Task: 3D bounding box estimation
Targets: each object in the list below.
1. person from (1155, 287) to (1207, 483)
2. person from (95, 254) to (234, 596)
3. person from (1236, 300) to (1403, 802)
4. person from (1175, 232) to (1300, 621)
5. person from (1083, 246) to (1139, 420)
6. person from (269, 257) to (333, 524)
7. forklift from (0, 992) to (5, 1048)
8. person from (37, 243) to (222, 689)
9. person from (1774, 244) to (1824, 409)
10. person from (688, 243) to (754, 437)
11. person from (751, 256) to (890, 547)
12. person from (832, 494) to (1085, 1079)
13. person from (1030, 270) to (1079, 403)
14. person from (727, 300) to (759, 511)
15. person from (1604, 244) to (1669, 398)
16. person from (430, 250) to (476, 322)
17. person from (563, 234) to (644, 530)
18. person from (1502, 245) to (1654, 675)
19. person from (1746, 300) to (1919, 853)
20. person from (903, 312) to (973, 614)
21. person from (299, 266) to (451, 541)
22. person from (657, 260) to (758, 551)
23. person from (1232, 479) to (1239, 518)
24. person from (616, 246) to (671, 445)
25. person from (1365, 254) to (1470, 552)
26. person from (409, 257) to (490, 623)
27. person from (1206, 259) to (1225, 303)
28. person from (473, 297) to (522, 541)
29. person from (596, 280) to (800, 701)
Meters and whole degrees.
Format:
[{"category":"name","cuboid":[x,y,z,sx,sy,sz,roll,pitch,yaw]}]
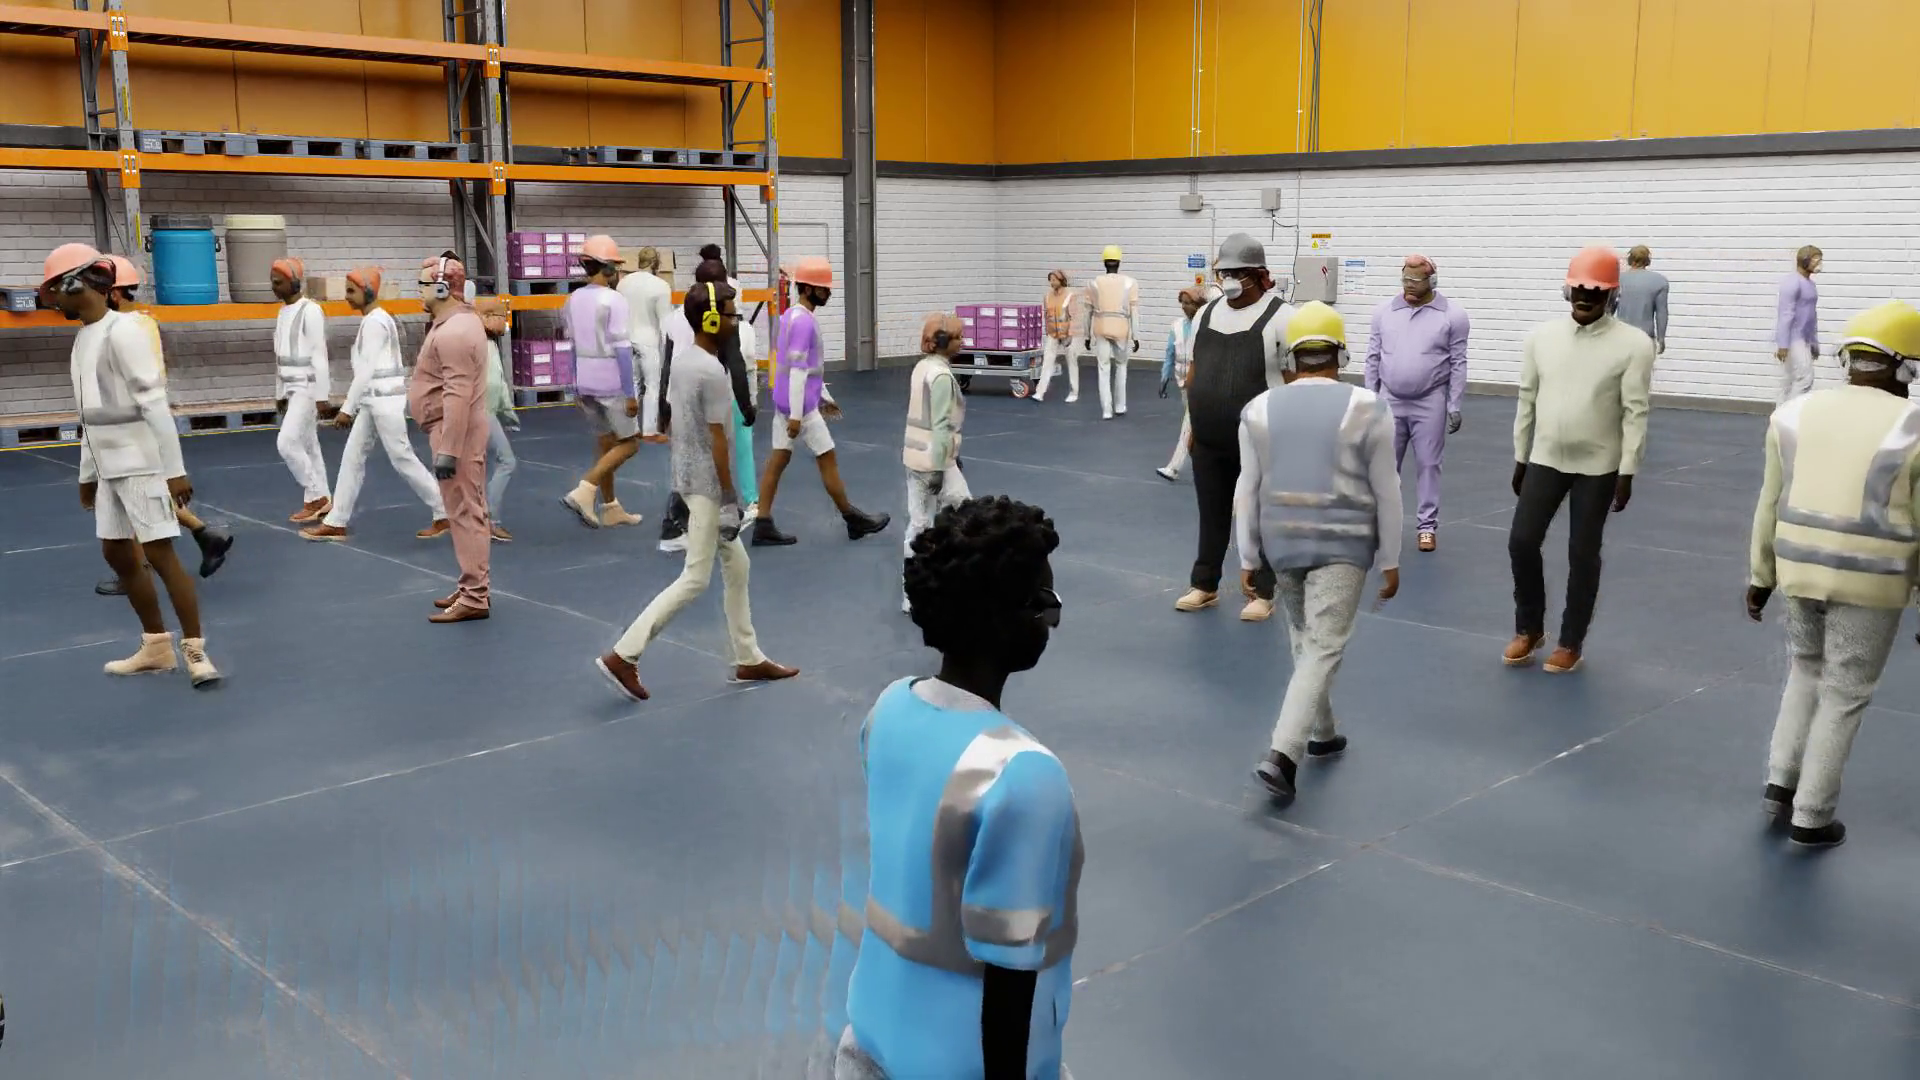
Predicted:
[{"category":"person","cuboid":[1.873,-1.269,13.669,0.860,1.586,0.545,-8,13,-37]},{"category":"person","cuboid":[-4.552,-0.635,9.338,0.633,1.919,0.556,-2,11,-10]},{"category":"person","cuboid":[1.275,0.033,6.064,0.599,1.789,0.898,7,13,34]},{"category":"person","cuboid":[1.459,-0.593,8.778,0.683,2.000,0.536,8,13,38]},{"category":"person","cuboid":[1.682,-2.296,18.447,0.619,1.892,0.857,1,10,8]},{"category":"person","cuboid":[-4.620,-1.023,11.591,0.493,1.865,0.613,-9,14,-40]},{"category":"forklift","cuboid":[-3.245,0.323,3.363,2.313,2.155,1.214,2,11,13]},{"category":"person","cuboid":[-3.688,-0.317,7.428,0.793,1.987,0.476,8,13,38]},{"category":"person","cuboid":[8.254,-1.902,16.210,0.570,1.926,0.662,9,14,40]},{"category":"person","cuboid":[-2.375,-1.971,16.557,0.637,1.938,0.590,4,11,22]},{"category":"person","cuboid":[-0.937,-0.896,10.854,0.982,1.874,0.538,-4,11,-19]},{"category":"person","cuboid":[0.004,0.748,2.529,0.866,1.651,0.545,-6,12,-28]},{"category":"person","cuboid":[1.177,-2.427,19.977,0.523,1.596,0.829,7,13,34]},{"category":"person","cuboid":[-1.658,-0.982,11.769,0.544,1.708,0.923,-4,11,-23]},{"category":"person","cuboid":[7.111,-2.142,17.539,0.655,1.922,0.644,5,12,26]},{"category":"person","cuboid":[-5.463,-2.185,17.964,0.516,1.860,0.319,-2,11,-11]},{"category":"person","cuboid":[-2.448,-1.045,11.268,0.617,2.028,0.626,9,14,41]},{"category":"person","cuboid":[2.805,-0.347,7.602,0.631,1.974,0.472,9,13,39]},{"category":"person","cuboid":[2.924,0.132,5.441,0.490,1.813,0.603,-6,12,-31]},{"category":"person","cuboid":[-0.090,-0.396,8.852,0.512,1.618,0.510,-4,11,-20]},{"category":"person","cuboid":[-3.812,-0.882,10.960,1.020,1.836,0.576,-5,11,-24]},{"category":"person","cuboid":[-1.637,-0.888,10.882,0.593,1.861,0.971,9,14,40]},{"category":"person","cuboid":[2.081,-1.071,12.078,0.635,1.799,0.979,0,10,3]},{"category":"person","cuboid":[-3.037,-1.873,16.096,0.650,1.916,0.419,6,12,31]},{"category":"person","cuboid":[2.910,-0.875,10.705,0.640,1.901,0.401,6,12,28]},{"category":"person","cuboid":[-2.680,-0.524,8.764,0.406,1.911,0.636,-2,11,-10]},{"category":"person","cuboid":[2.684,-1.882,16.432,0.778,1.818,0.516,4,11,22]},{"category":"person","cuboid":[-3.102,-0.788,10.992,0.472,1.614,0.507,-2,11,-12]},{"category":"person","cuboid":[-1.172,-0.215,7.297,0.907,1.840,0.528,-5,11,-24]}]
